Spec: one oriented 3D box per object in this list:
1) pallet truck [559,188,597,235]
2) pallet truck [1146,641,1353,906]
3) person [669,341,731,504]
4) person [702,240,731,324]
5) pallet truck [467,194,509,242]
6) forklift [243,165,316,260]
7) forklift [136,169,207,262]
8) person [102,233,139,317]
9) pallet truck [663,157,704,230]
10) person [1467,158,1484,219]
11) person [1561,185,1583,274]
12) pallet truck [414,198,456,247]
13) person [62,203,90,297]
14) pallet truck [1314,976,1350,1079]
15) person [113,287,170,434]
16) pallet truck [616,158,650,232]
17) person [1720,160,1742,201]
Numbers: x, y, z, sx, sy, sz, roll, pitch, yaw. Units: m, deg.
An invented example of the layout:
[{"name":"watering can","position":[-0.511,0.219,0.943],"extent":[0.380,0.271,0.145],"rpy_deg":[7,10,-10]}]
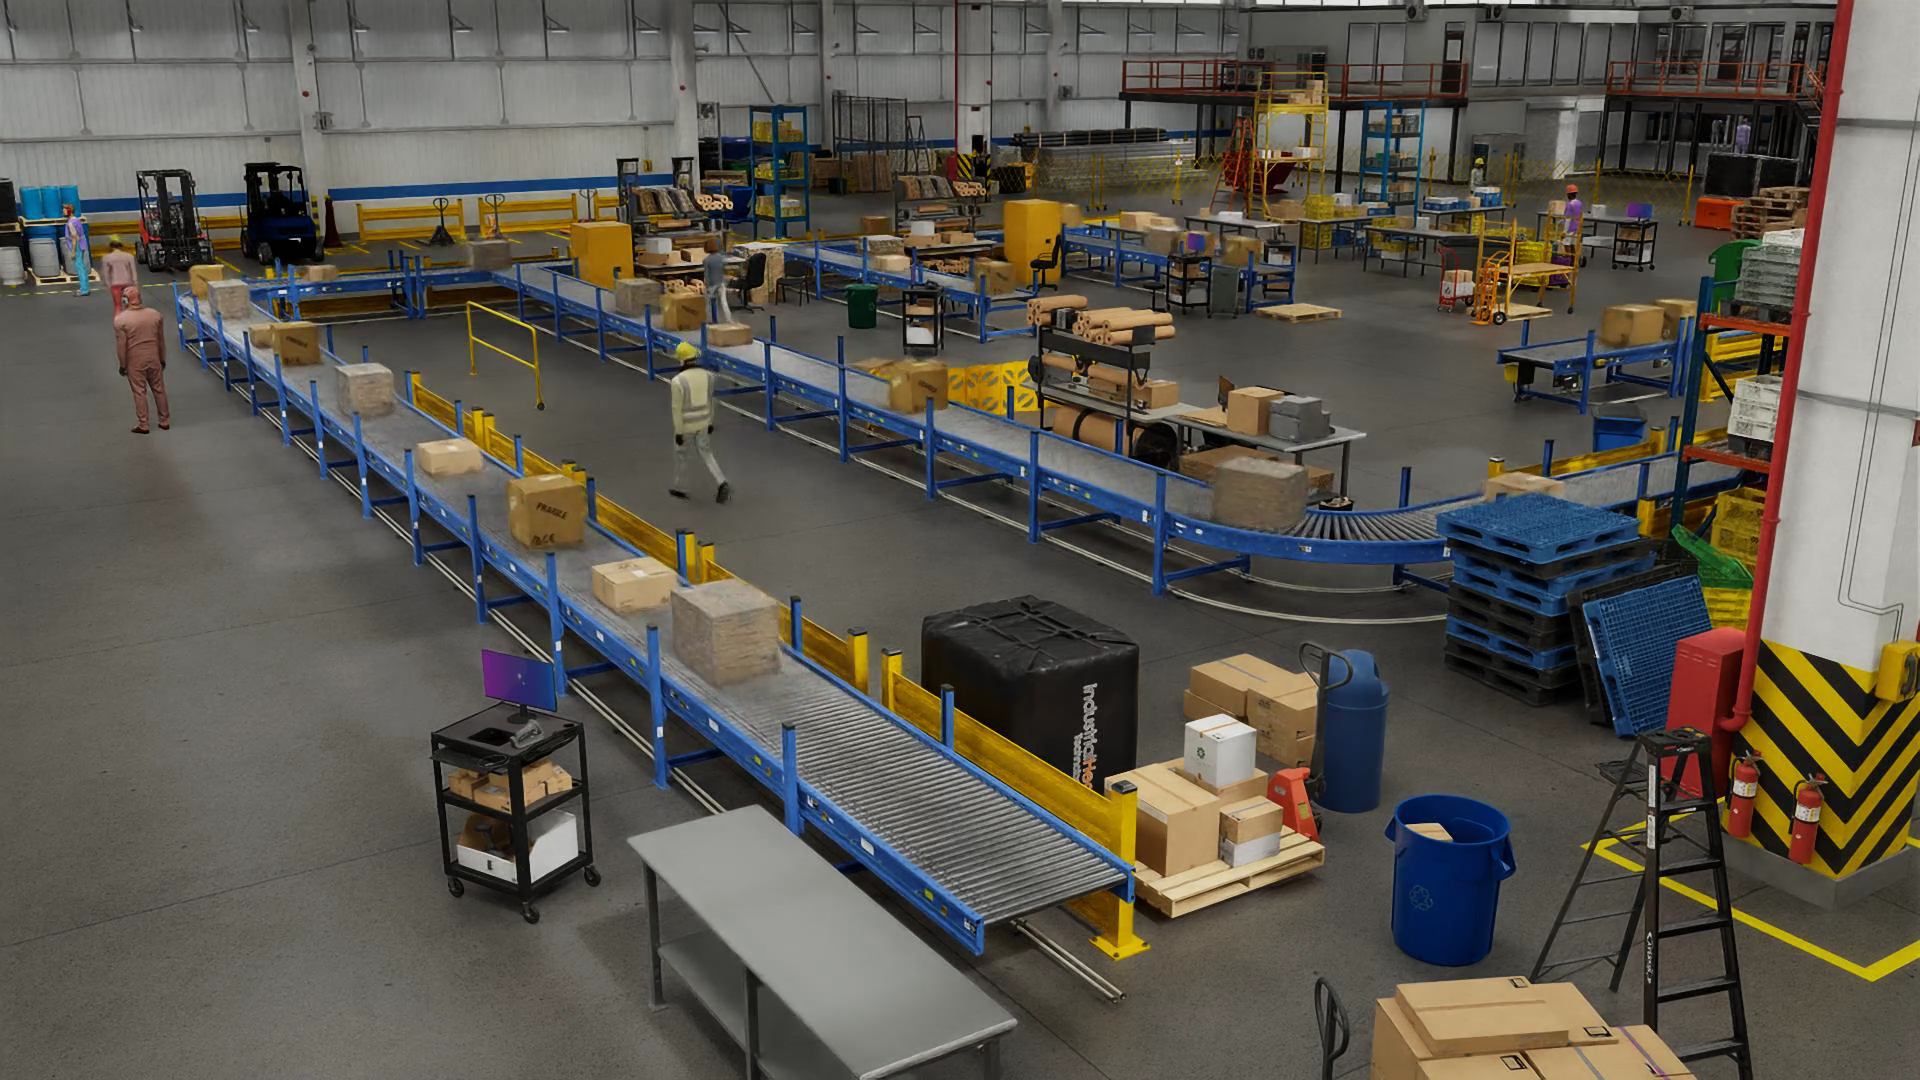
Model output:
[{"name":"pallet truck","position":[-10.010,-8.652,43.699],"extent":[0.653,1.274,1.630],"rpy_deg":[-10,20,-31]},{"name":"pallet truck","position":[1.664,1.407,10.232],"extent":[1.630,1.274,0.653],"rpy_deg":[-10,20,-31]},{"name":"person","position":[-2.903,-1.286,18.337],"extent":[0.827,1.810,0.605],"rpy_deg":[14,22,39]},{"name":"person","position":[-4.350,-4.526,29.490],"extent":[0.504,1.583,0.882],"rpy_deg":[-15,22,-40]},{"name":"pallet truck","position":[-11.983,-8.177,42.137],"extent":[0.704,1.261,1.522],"rpy_deg":[-11,20,-33]},{"name":"forklift","position":[-15.898,-7.669,38.708],"extent":[1.157,1.987,2.680],"rpy_deg":[-11,20,-33]},{"name":"forklift","position":[-17.842,-7.318,37.559],"extent":[1.157,1.987,2.680],"rpy_deg":[-10,20,-31]},{"name":"person","position":[-14.578,-4.440,28.922],"extent":[0.530,1.752,0.554],"rpy_deg":[-6,18,-19]},{"name":"pallet truck","position":[-7.586,-9.308,44.692],"extent":[0.823,1.965,1.885],"rpy_deg":[-11,20,-33]},{"name":"person","position":[14.803,-10.062,47.652],"extent":[0.480,1.737,0.323],"rpy_deg":[-14,22,-39]},{"name":"person","position":[13.375,-6.814,36.514],"extent":[0.372,1.928,0.543],"rpy_deg":[16,23,42]},{"name":"pallet truck","position":[-13.250,-8.060,41.856],"extent":[0.680,1.201,1.601],"rpy_deg":[-10,20,-31]},{"name":"person","position":[-17.681,-5.807,33.303],"extent":[0.390,1.846,0.565],"rpy_deg":[-6,18,-18]},{"name":"pallet truck","position":[2.299,2.390,7.086],"extent":[1.601,1.201,0.680],"rpy_deg":[-2,17,-7]},{"name":"person","position":[-10.667,-2.343,21.673],"extent":[0.411,1.908,0.643],"rpy_deg":[12,20,34]},{"name":"pallet truck","position":[-8.918,-9.176,44.255],"extent":[0.823,1.965,1.885],"rpy_deg":[-9,19,-27]},{"name":"person","position":[21.063,-9.467,45.523],"extent":[0.593,1.820,0.430],"rpy_deg":[-8,19,-25]}]
